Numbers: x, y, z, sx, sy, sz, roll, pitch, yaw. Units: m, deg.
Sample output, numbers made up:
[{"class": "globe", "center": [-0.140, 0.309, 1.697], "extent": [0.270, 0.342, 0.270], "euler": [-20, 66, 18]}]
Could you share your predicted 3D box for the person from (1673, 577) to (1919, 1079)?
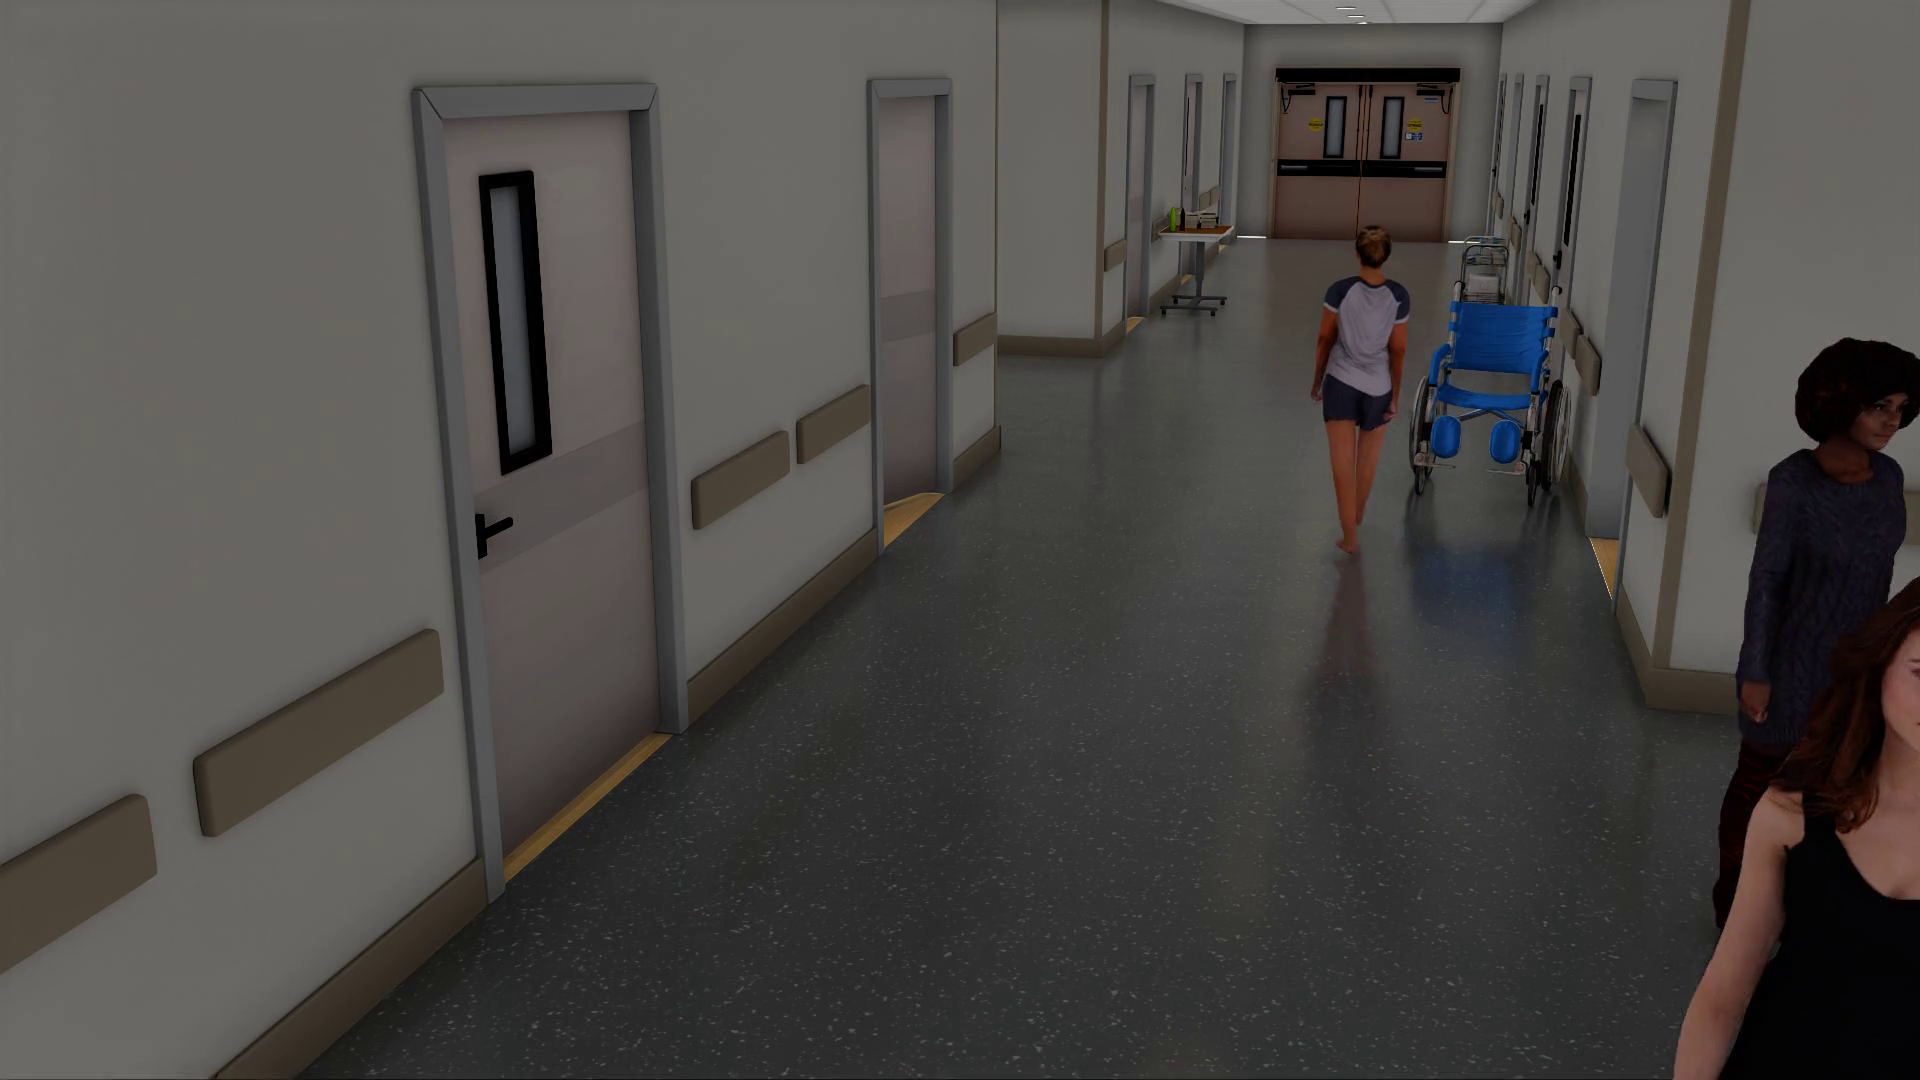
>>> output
[{"class": "person", "center": [1.323, 0.846, 2.453], "extent": [0.724, 1.724, 0.792], "euler": [9, 18, 30]}]

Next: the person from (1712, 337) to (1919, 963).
[{"class": "person", "center": [2.199, 0.304, 4.419], "extent": [0.733, 1.699, 0.757], "euler": [-3, 16, -10]}]

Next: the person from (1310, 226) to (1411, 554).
[{"class": "person", "center": [1.977, -0.701, 8.214], "extent": [0.722, 1.574, 1.046], "euler": [1, 16, 2]}]
